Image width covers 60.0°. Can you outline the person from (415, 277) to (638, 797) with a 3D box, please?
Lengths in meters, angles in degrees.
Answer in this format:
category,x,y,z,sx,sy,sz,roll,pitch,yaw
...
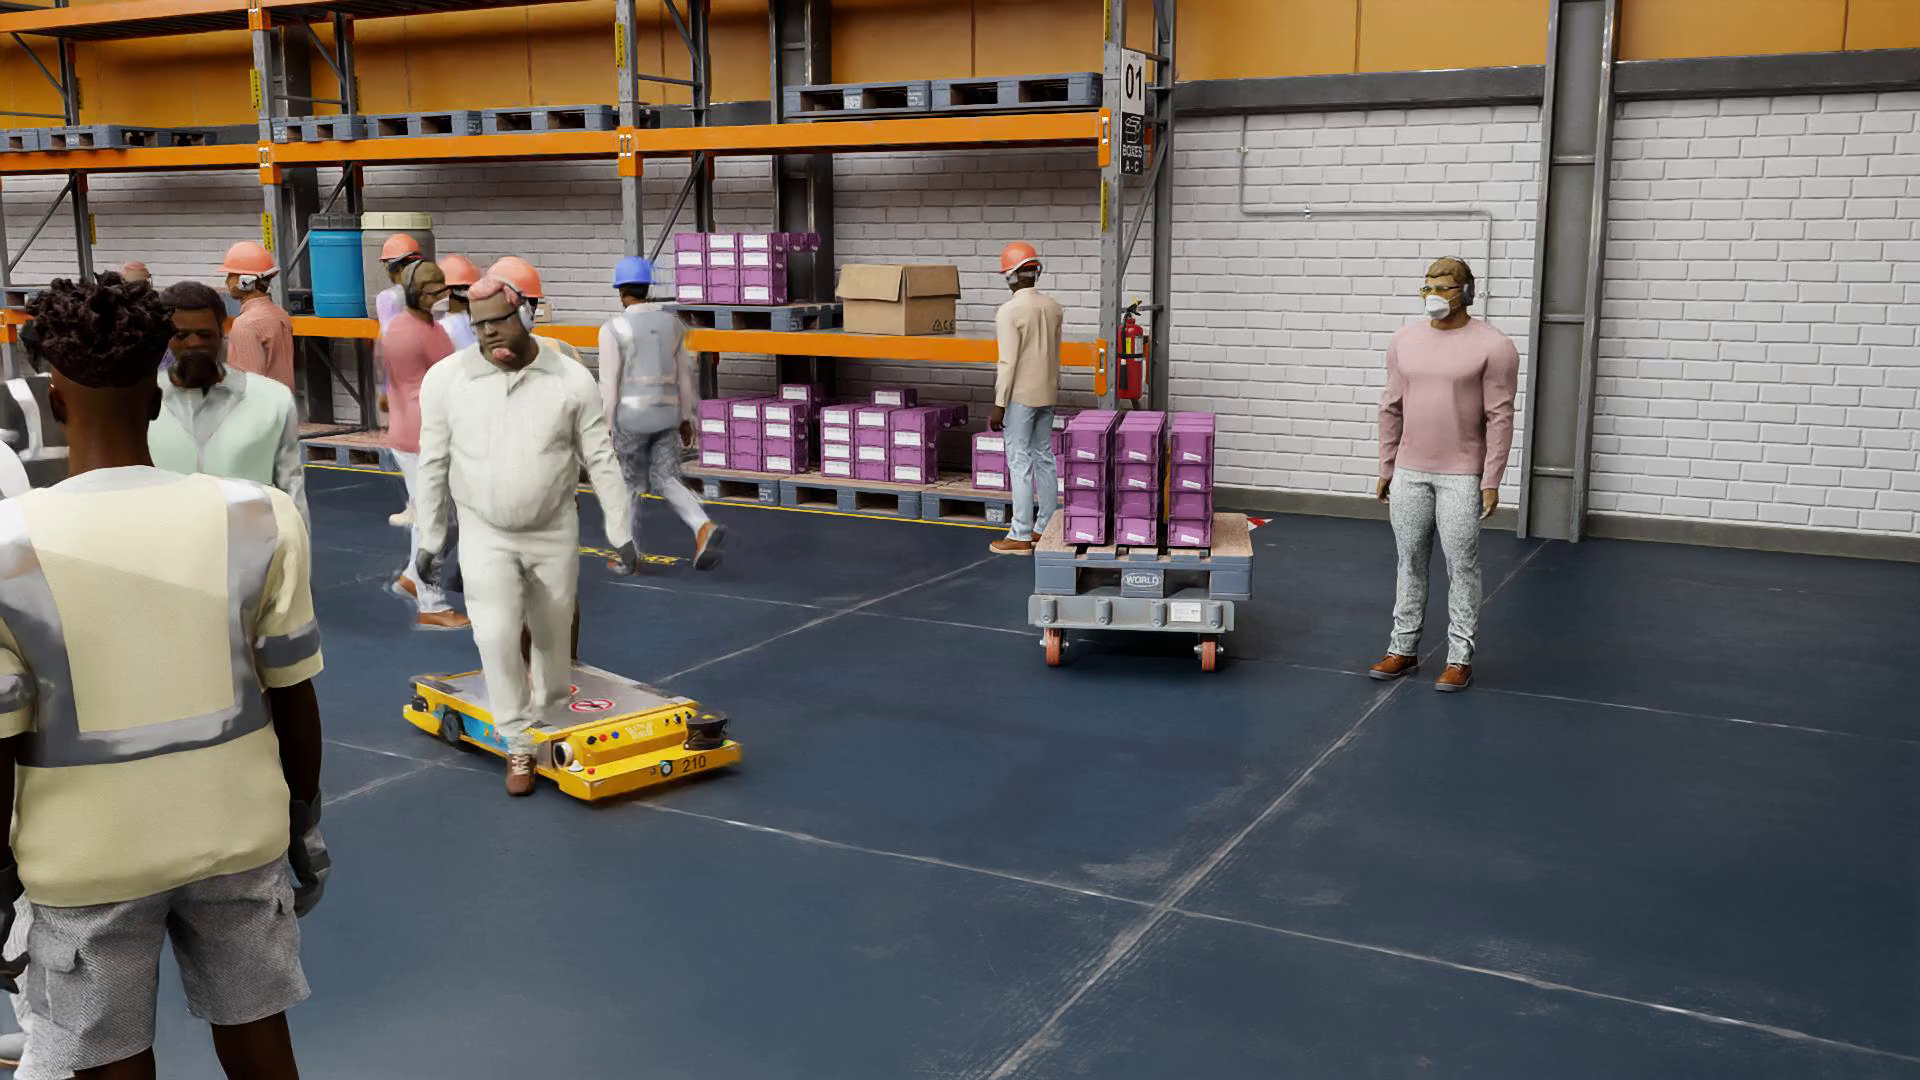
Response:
category,x,y,z,sx,sy,sz,roll,pitch,yaw
person,-1.575,-0.011,6.081,0.799,1.868,0.697,-4,11,-19

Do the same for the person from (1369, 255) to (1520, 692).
category,x,y,z,sx,sy,sz,roll,pitch,yaw
person,2.156,-0.294,7.468,0.630,1.940,0.372,9,14,40

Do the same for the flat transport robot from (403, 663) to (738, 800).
category,x,y,z,sx,sy,sz,roll,pitch,yaw
flat transport robot,-1.570,0.702,6.577,0.652,0.197,1.431,-10,14,-43

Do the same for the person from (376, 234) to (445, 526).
category,x,y,z,sx,sy,sz,roll,pitch,yaw
person,-3.865,-1.116,11.683,0.390,2.040,0.614,4,11,23

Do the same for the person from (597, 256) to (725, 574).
category,x,y,z,sx,sy,sz,roll,pitch,yaw
person,-1.806,-0.715,9.853,0.753,1.915,0.648,9,14,42

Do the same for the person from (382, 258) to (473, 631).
category,x,y,z,sx,sy,sz,roll,pitch,yaw
person,-2.674,-0.462,8.455,0.427,1.916,0.641,0,10,2

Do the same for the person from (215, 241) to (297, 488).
category,x,y,z,sx,sy,sz,roll,pitch,yaw
person,-3.843,-0.634,9.168,0.375,1.997,0.612,-1,10,-5

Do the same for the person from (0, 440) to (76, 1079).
category,x,y,z,sx,sy,sz,roll,pitch,yaw
person,-2.232,0.412,3.802,0.368,1.872,0.592,-4,11,-19

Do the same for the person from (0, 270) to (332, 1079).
category,x,y,z,sx,sy,sz,roll,pitch,yaw
person,-1.400,0.527,2.884,0.602,1.967,0.367,-8,13,-37

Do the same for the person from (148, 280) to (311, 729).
category,x,y,z,sx,sy,sz,roll,pitch,yaw
person,-2.503,0.075,5.587,0.607,1.897,0.689,-4,11,-23

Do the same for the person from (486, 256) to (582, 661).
category,x,y,z,sx,sy,sz,roll,pitch,yaw
person,-1.866,-0.229,7.108,0.355,1.939,0.543,9,14,42

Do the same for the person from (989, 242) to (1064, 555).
category,x,y,z,sx,sy,sz,roll,pitch,yaw
person,0.410,-0.898,10.643,0.391,1.986,0.608,9,13,39
